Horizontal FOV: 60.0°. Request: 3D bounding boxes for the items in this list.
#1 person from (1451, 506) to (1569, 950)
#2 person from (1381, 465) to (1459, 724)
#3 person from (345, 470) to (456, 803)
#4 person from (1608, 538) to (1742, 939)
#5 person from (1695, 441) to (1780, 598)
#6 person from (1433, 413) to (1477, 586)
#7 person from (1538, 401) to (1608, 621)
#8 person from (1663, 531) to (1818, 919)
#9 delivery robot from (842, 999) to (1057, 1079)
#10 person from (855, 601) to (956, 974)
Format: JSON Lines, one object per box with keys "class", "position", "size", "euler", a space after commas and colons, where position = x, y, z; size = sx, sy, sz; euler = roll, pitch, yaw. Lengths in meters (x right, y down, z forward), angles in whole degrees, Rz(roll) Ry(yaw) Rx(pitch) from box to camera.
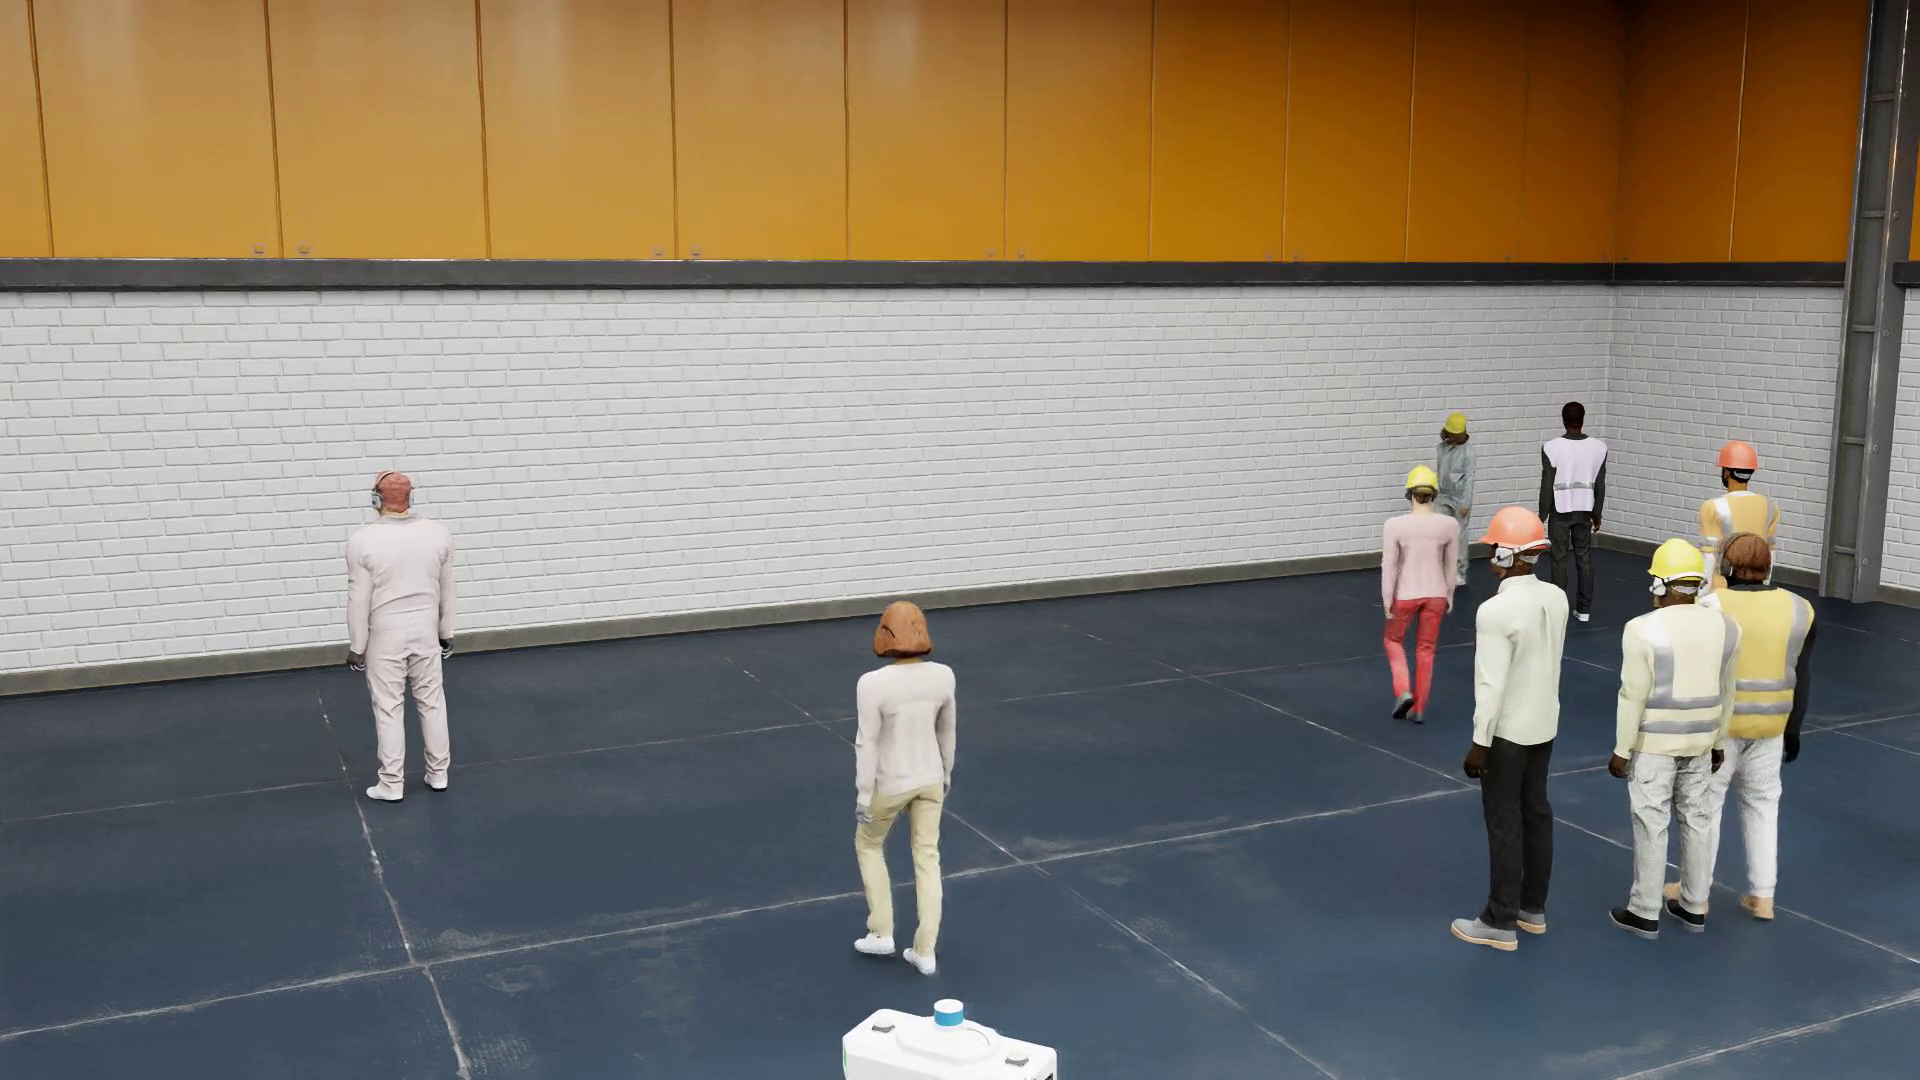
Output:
{"class": "person", "position": [2.476, 0.841, 7.491], "size": [0.612, 1.996, 0.389], "euler": [-7, 12, -39]}
{"class": "person", "position": [3.067, 0.375, 11.137], "size": [0.530, 1.755, 0.401], "euler": [0, 9, 1]}
{"class": "person", "position": [-3.225, 0.550, 9.573], "size": [0.655, 1.906, 0.407], "euler": [-9, 13, -44]}
{"class": "person", "position": [3.237, 0.904, 7.603], "size": [0.596, 1.831, 0.403], "euler": [-2, 9, -13]}
{"class": "person", "position": [5.045, 0.319, 10.905], "size": [0.547, 1.938, 0.378], "euler": [-2, 9, -11]}
{"class": "person", "position": [4.748, -0.379, 15.940], "size": [0.533, 1.694, 0.508], "euler": [-7, 11, -35]}
{"class": "person", "position": [5.303, -0.238, 14.428], "size": [0.594, 1.915, 0.373], "euler": [-1, 9, -7]}
{"class": "person", "position": [3.627, 0.877, 7.808], "size": [0.661, 1.836, 0.440], "euler": [0, 9, 2]}
{"class": "delivery robot", "position": [-0.036, 1.808, 5.655], "size": [0.707, 0.478, 0.477], "euler": [5, 10, 28]}
{"class": "person", "position": [-0.265, 1.062, 7.272], "size": [0.535, 1.614, 0.556], "euler": [-6, 11, -31]}
